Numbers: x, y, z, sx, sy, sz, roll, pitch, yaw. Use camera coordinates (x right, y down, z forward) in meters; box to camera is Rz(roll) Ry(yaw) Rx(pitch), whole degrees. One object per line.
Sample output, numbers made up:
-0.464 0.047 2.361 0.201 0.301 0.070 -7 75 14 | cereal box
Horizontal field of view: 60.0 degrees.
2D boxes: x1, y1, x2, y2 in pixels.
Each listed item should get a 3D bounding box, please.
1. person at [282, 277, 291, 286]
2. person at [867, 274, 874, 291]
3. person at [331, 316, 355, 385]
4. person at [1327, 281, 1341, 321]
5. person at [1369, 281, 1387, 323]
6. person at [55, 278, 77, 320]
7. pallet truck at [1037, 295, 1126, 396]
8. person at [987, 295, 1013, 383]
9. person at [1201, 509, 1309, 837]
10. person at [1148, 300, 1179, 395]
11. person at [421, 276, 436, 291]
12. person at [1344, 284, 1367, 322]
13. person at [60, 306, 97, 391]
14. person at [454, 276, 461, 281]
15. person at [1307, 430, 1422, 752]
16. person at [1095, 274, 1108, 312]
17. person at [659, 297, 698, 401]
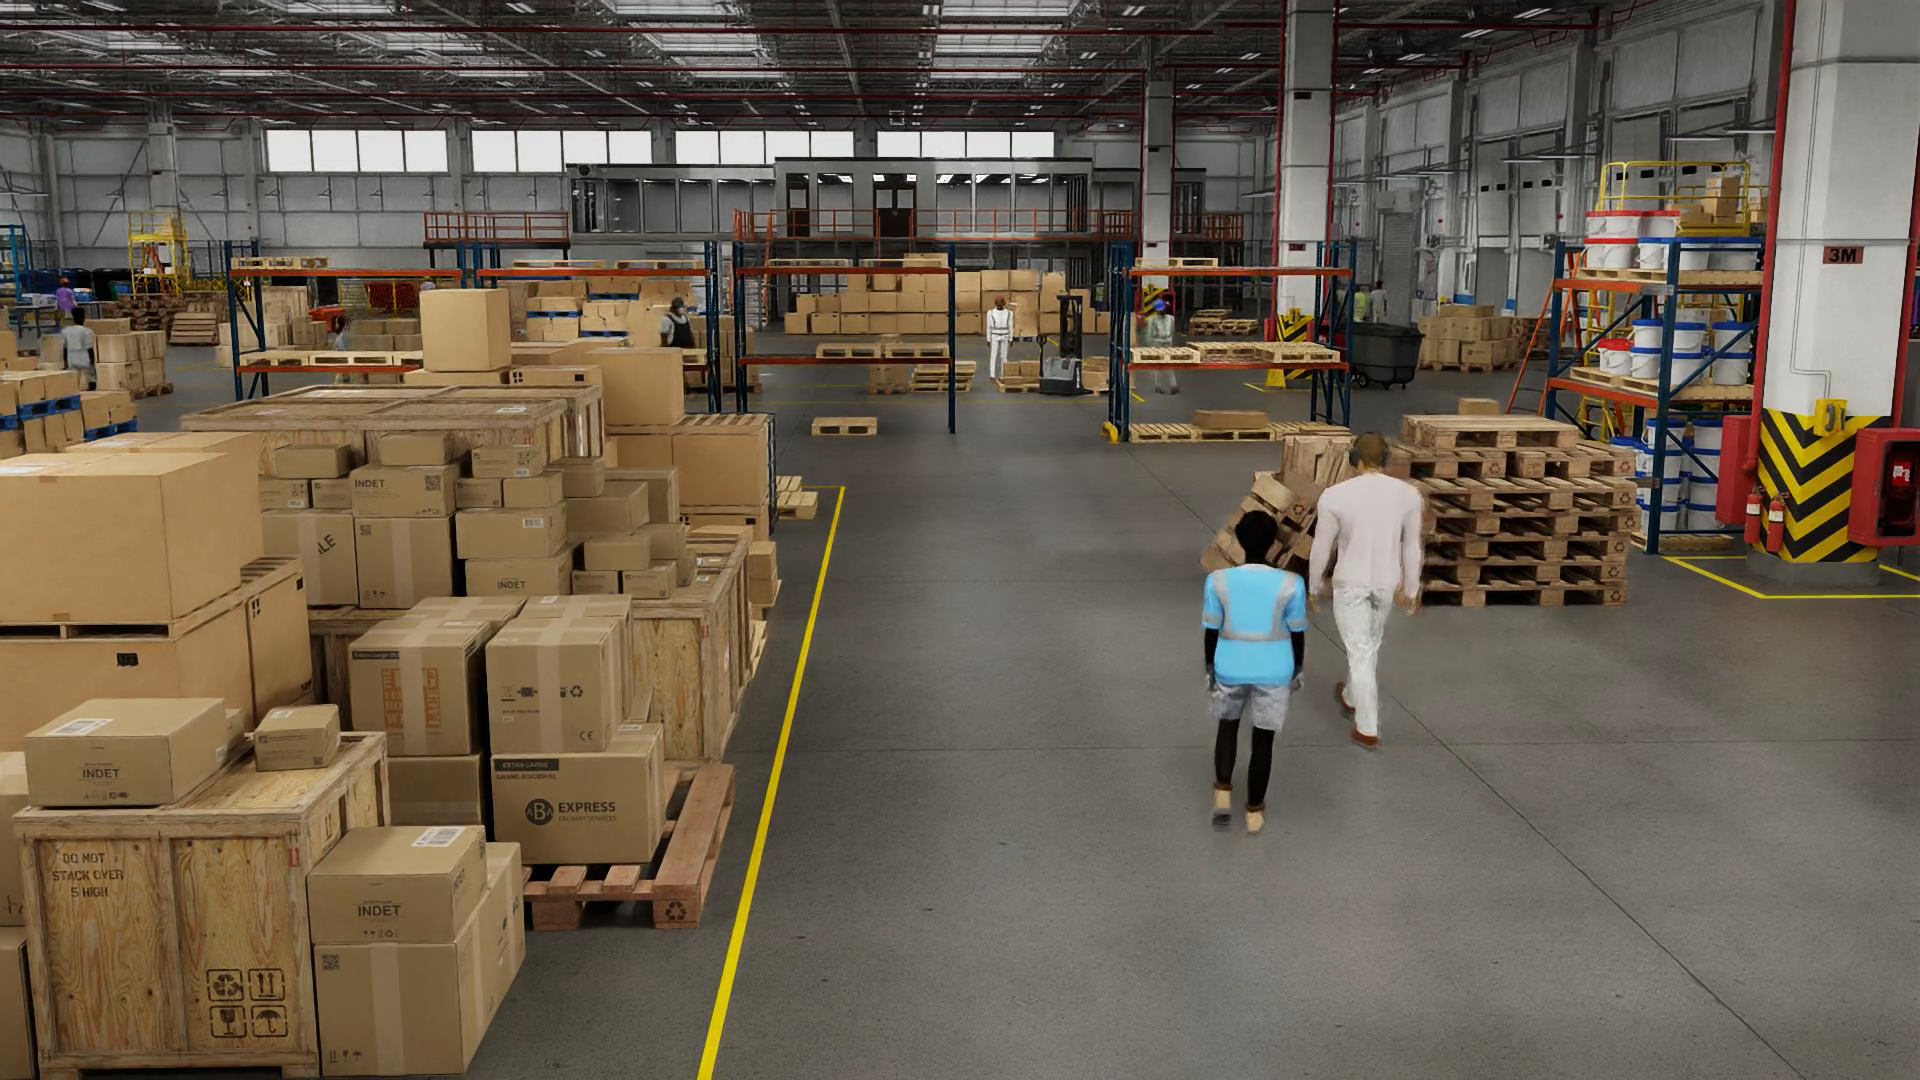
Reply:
-24.694 -8.778 61.042 0.493 1.746 0.282 -2 10 -11 | person
-3.337 -8.493 58.962 0.541 1.929 0.393 -3 11 -18 | person
-10.247 -2.815 27.653 1.008 1.821 0.530 0 10 -2 | person
12.078 -7.452 53.442 0.495 1.832 0.519 -7 12 -33 | person
12.984 -7.122 51.609 0.551 1.816 0.962 4 11 20 | person
-28.141 -7.296 52.433 0.569 1.868 0.992 2 10 13 | person
2.483 -3.881 33.060 1.885 1.965 0.823 -7 13 -36 | pallet truck
0.864 -4.334 35.903 0.576 1.883 0.352 -2 10 -9 | person
1.510 0.681 8.537 0.538 1.685 0.411 3 11 16 | person
4.042 -3.808 32.966 0.631 1.883 1.007 -3 10 -14 | person
-20.001 -9.114 62.709 0.609 1.817 0.427 0 10 1 | person
11.341 -6.471 48.025 0.659 1.798 0.919 -7 13 -35 | person
-15.272 -3.075 28.776 0.602 1.934 0.845 1 10 6 | person
-15.620 -7.240 51.852 0.597 1.975 0.617 -8 13 -38 | person
2.424 0.270 10.203 0.656 1.896 0.957 -2 10 -10 | person
4.931 -8.299 57.933 0.396 1.910 0.586 -7 12 -33 | person
-5.401 -3.696 31.907 1.021 2.000 0.693 7 12 34 | person
